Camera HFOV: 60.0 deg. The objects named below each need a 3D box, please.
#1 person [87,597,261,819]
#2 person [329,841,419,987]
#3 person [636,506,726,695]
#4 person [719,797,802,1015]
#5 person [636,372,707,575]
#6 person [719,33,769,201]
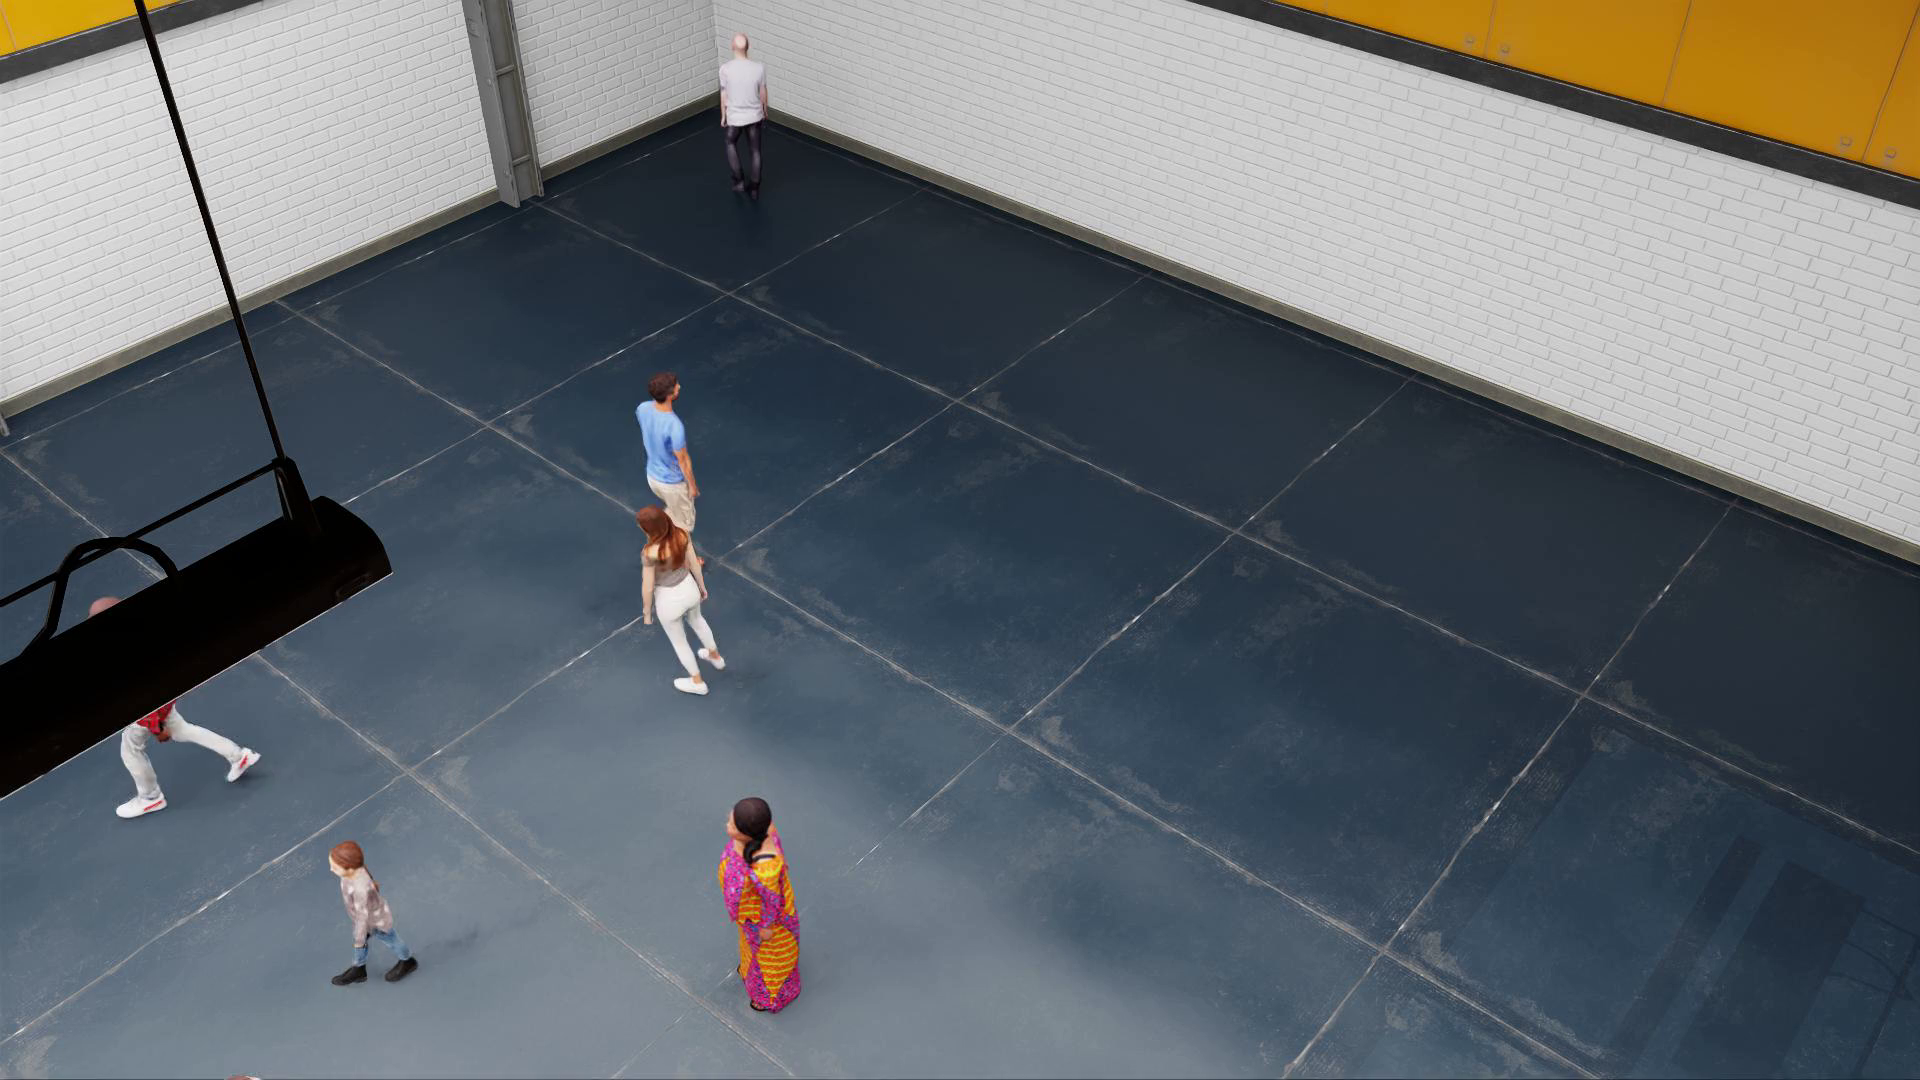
[{"bbox_3d":[-5.215,1.031,10.866,1.273,1.801,1.083,-10,40,-13],"label":"person"},{"bbox_3d":[-3.452,2.206,9.896,0.761,1.176,0.585,-24,45,-27],"label":"person"},{"bbox_3d":[-1.945,0.422,11.711,0.499,1.698,0.789,-26,45,-29],"label":"person"},{"bbox_3d":[-1.165,2.075,9.651,0.813,1.687,0.770,-12,40,-15],"label":"person"},{"bbox_3d":[-2.280,-0.445,12.680,0.669,1.845,0.697,30,48,32],"label":"person"},{"bbox_3d":[-2.286,-4.466,17.733,0.775,1.822,0.875,-12,40,-14],"label":"person"}]
